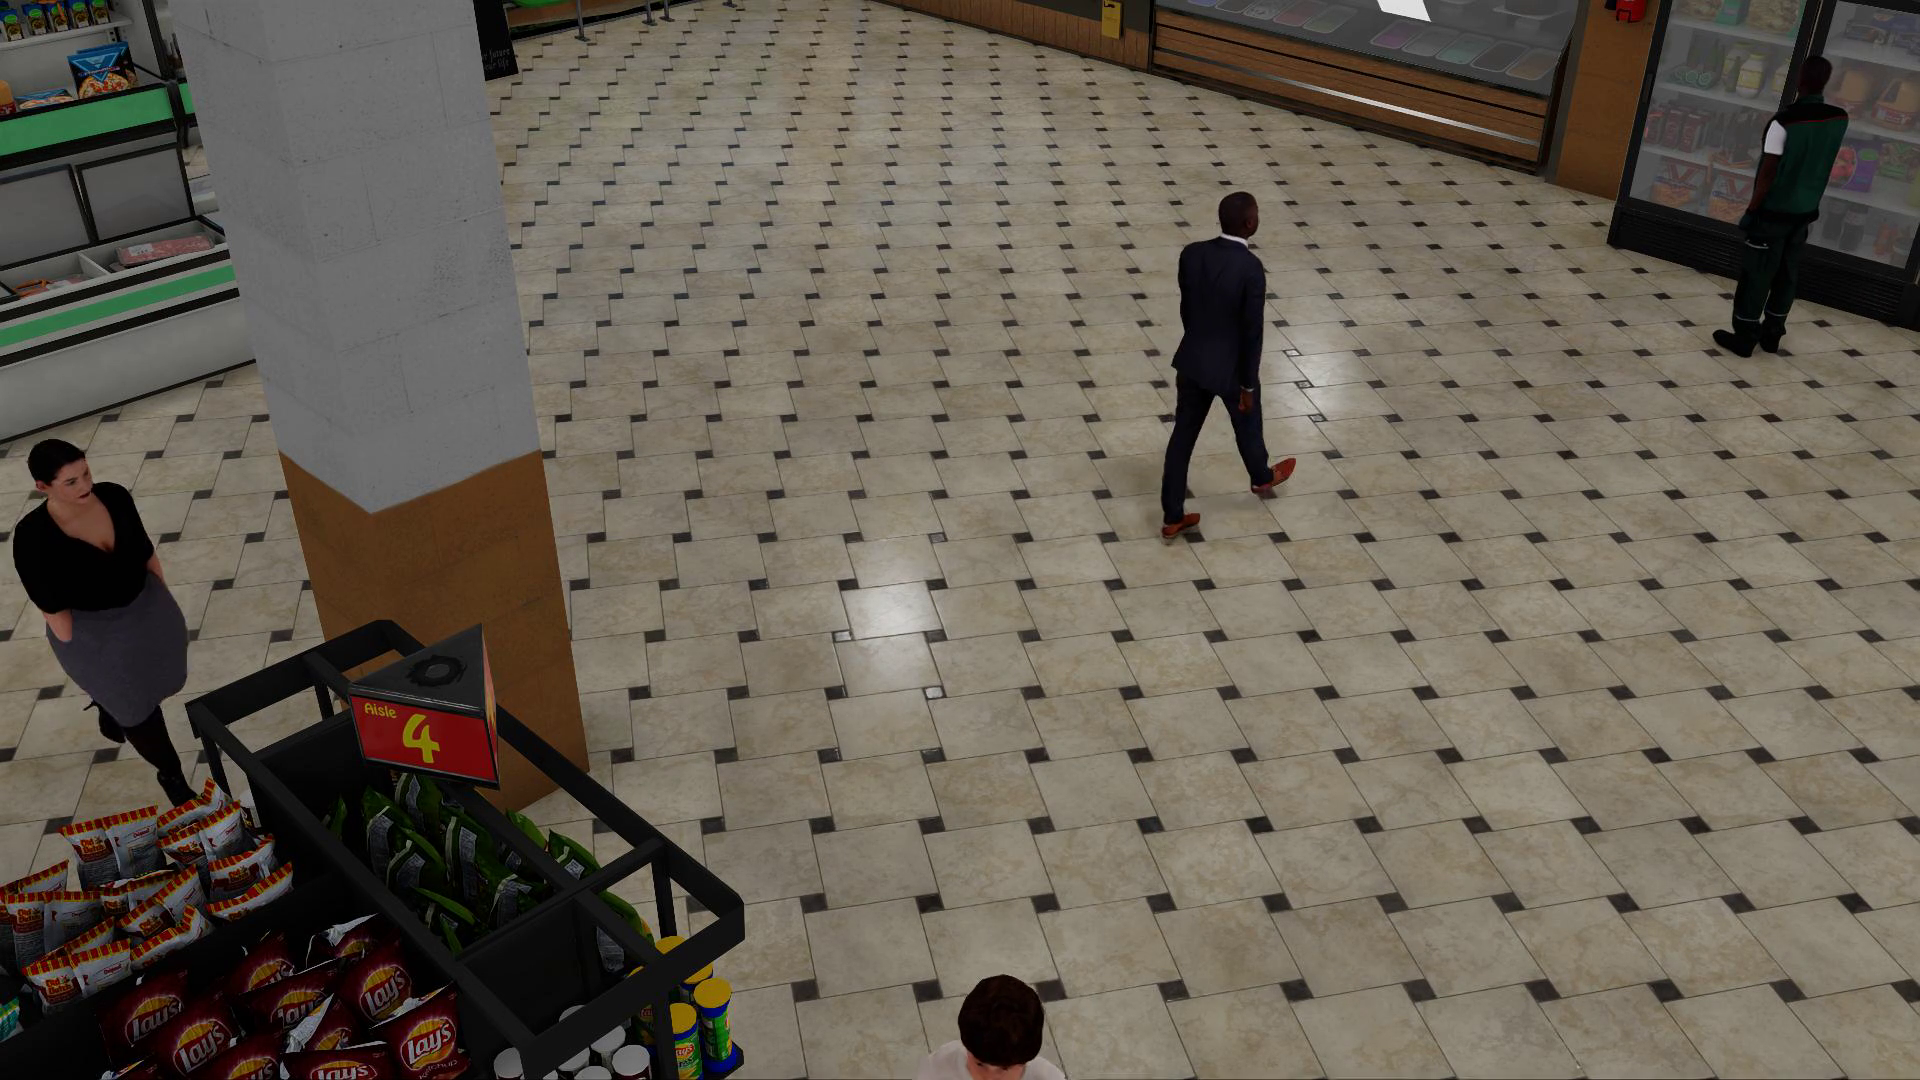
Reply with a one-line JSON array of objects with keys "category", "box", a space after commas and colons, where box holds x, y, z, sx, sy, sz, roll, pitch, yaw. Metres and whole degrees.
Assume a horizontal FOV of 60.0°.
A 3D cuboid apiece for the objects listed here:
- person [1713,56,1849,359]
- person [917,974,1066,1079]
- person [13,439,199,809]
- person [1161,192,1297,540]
[{"category": "person", "box": [4.984, -1.999, 10.062, 0.708, 1.837, 0.837, -9, 33, -14]}, {"category": "person", "box": [0.073, 1.695, 4.332, 0.925, 1.620, 1.168, 8, 33, 13]}, {"category": "person", "box": [-3.306, 0.349, 6.388, 0.872, 1.731, 0.932, 16, 35, 24]}, {"category": "person", "box": [1.212, -0.800, 8.186, 1.110, 1.784, 0.708, -28, 41, -37]}]
